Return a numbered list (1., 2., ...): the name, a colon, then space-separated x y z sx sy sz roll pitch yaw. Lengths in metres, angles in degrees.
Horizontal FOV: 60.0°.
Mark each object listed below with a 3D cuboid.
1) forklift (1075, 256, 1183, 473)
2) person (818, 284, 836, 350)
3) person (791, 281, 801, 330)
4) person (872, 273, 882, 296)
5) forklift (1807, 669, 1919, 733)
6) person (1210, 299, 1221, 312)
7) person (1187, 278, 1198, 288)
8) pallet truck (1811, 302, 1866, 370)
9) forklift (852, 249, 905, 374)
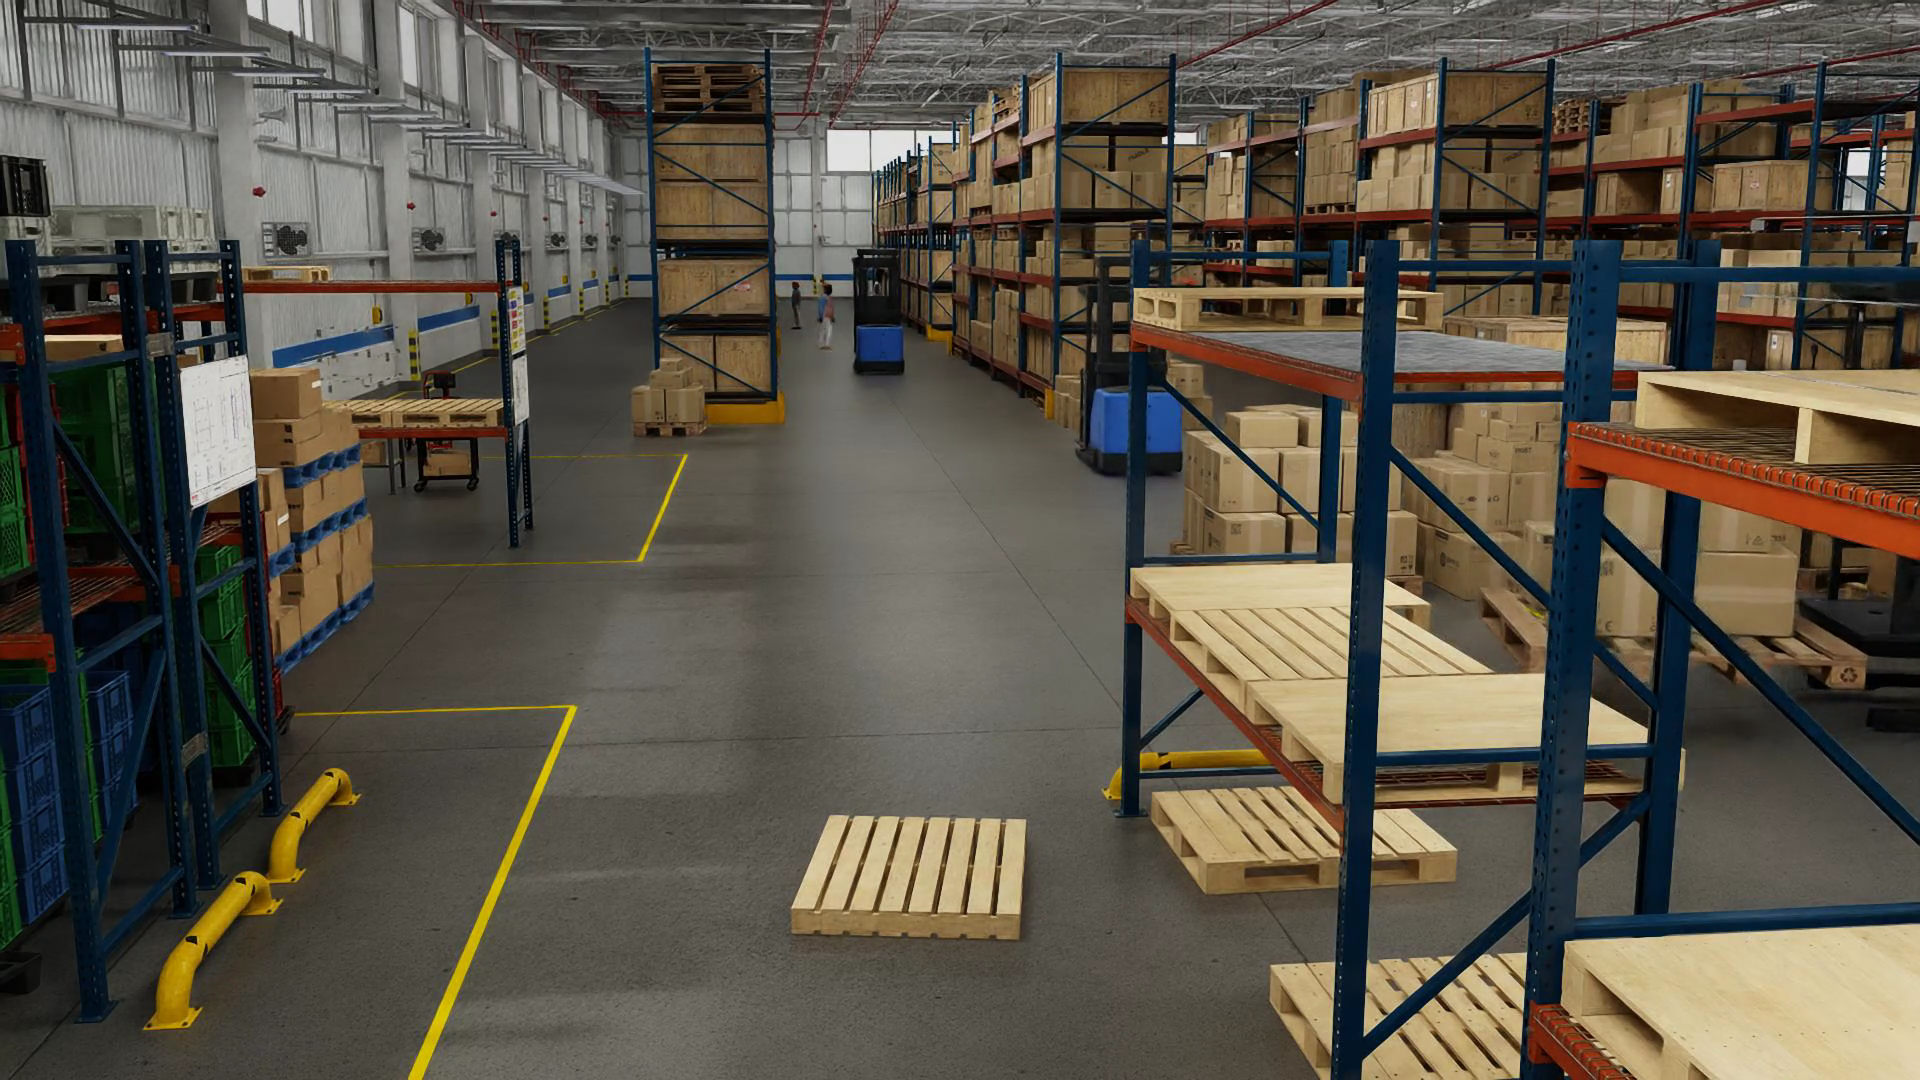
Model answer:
1. forklift: 2.261 -2.364 22.032 1.129 2.768 1.873 -1 10 -6
2. person: -3.634 -6.167 46.038 0.643 1.816 0.648 2 10 9
3. person: -5.571 -7.959 56.488 0.278 1.633 0.498 -6 12 -31
4. person: -2.839 -8.209 57.084 0.398 1.920 0.590 0 10 -2
5. forklift: 6.589 -0.257 10.356 1.873 2.768 1.129 1 10 7
6. person: 9.478 -8.933 61.950 0.528 1.596 0.843 -2 11 -13
7. person: 6.312 -6.190 45.714 1.003 1.973 0.730 -3 11 -14
8. pallet truck: 15.846 -3.142 28.793 1.885 1.965 0.823 2 10 12
9. forklift: -1.875 -5.262 38.092 1.129 2.768 1.873 -1 10 -6
